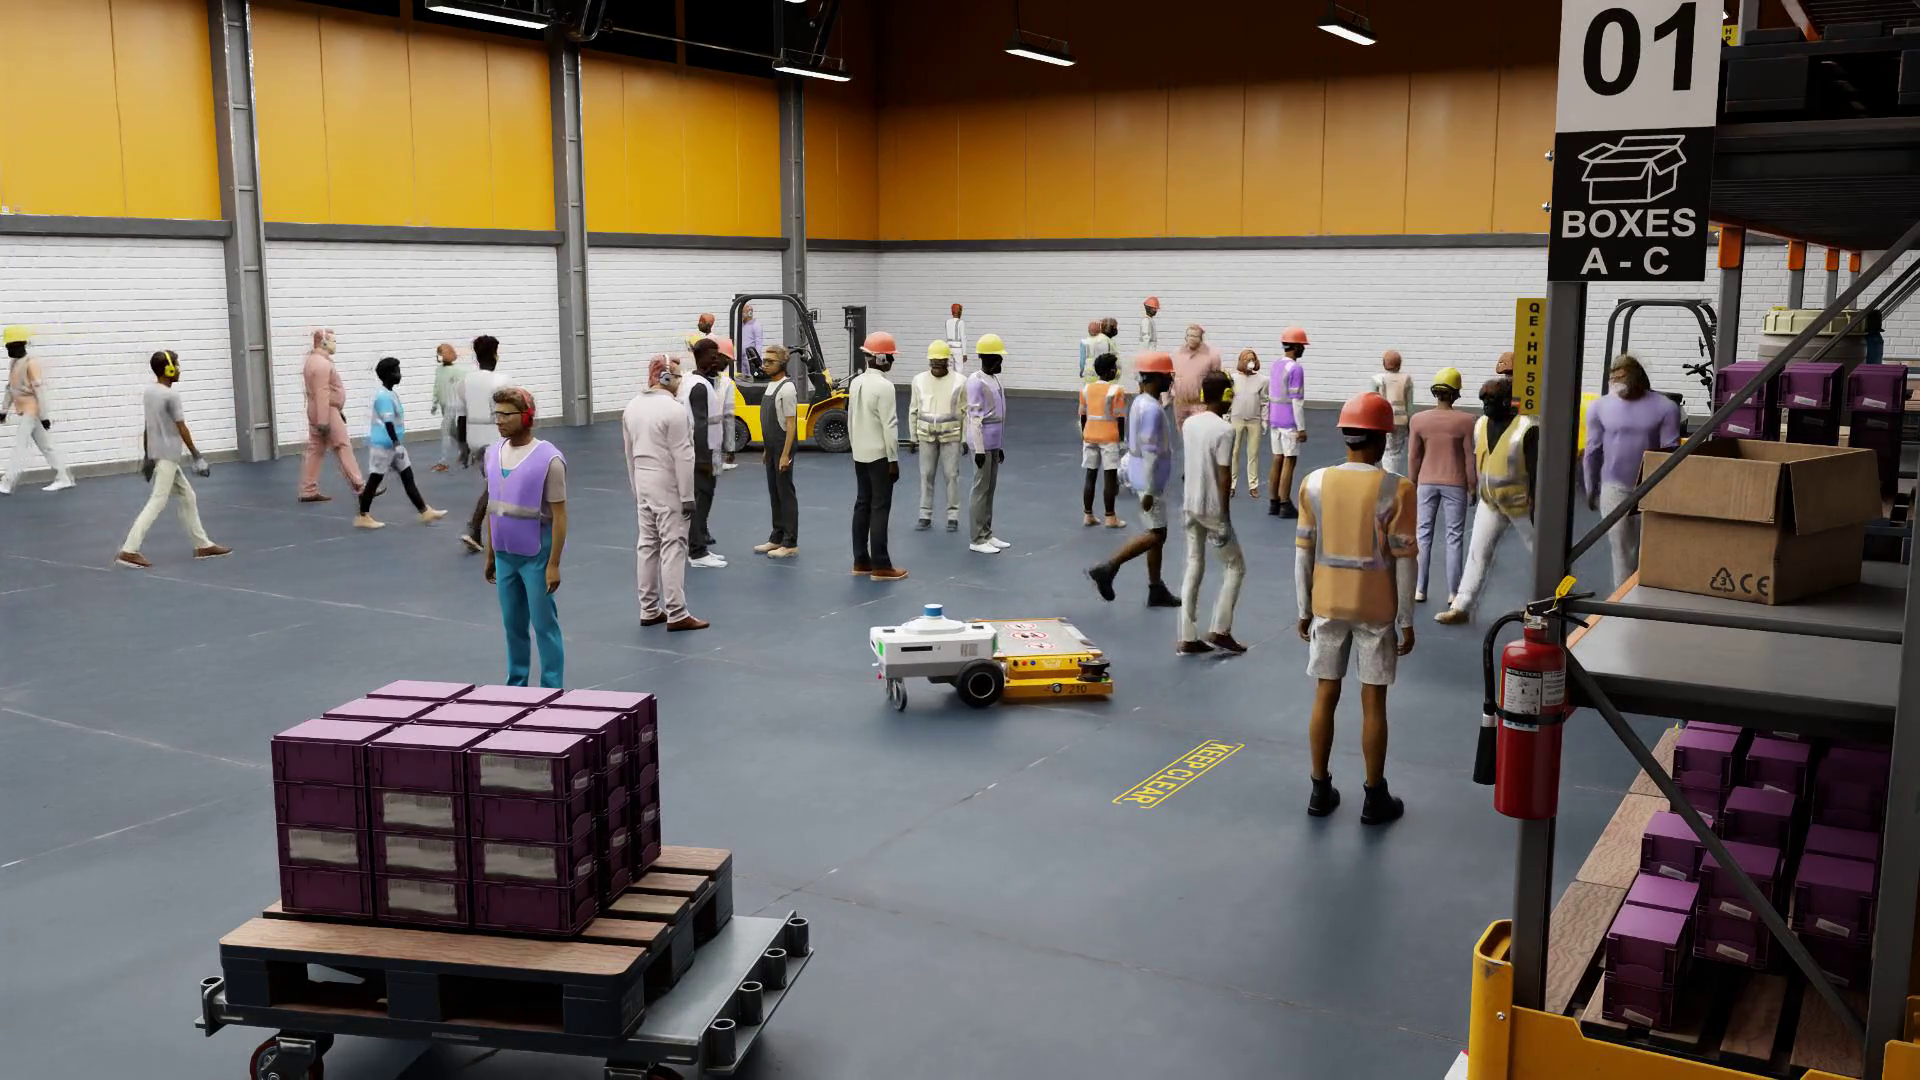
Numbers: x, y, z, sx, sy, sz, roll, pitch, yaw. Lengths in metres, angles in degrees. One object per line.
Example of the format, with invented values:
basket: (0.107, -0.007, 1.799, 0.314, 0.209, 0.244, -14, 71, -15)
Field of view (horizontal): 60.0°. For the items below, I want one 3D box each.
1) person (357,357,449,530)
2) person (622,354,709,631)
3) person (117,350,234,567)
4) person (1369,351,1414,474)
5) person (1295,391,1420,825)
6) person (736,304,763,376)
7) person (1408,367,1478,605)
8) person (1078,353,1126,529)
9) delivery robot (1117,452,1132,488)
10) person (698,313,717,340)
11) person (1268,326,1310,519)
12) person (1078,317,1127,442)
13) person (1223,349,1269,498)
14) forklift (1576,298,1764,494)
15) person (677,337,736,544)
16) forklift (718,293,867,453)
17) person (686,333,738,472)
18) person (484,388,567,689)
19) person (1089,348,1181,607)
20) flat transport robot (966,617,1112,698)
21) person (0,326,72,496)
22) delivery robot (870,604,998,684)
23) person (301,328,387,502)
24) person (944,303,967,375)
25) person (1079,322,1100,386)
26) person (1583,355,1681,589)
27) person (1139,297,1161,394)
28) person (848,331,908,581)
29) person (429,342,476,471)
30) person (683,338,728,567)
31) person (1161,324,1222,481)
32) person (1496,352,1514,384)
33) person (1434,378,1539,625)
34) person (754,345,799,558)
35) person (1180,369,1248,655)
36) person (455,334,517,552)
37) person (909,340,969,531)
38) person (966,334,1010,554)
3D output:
person: (-5.410, -0.921, 15.953, 0.859, 1.647, 0.553, -2, 9, -10)
person: (-2.024, -0.324, 11.487, 0.636, 1.901, 0.405, 9, 12, 43)
person: (-6.705, -0.690, 14.042, 0.527, 1.823, 0.992, 9, 13, 44)
person: (4.740, -1.258, 18.251, 0.531, 1.604, 0.594, -2, 9, -10)
person: (1.787, 0.300, 7.477, 0.551, 1.933, 0.376, 6, 11, 31)
person: (-3.789, -3.232, 29.614, 0.407, 1.908, 0.642, -9, 13, -44)
person: (3.589, -0.398, 12.358, 0.523, 1.769, 0.317, 6, 11, 31)
person: (1.385, -0.959, 16.068, 0.538, 1.698, 0.320, 8, 12, 42)
delivery robot: (1.973, -0.835, 18.561, 0.477, 0.478, 0.707, 2, 9, 14)
person: (-3.647, -2.331, 24.054, 0.352, 1.884, 0.579, -3, 10, -19)
person: (3.322, -1.182, 16.746, 0.386, 1.934, 0.548, -2, 9, -13)
person: (2.094, -2.316, 24.128, 0.626, 1.826, 0.641, 2, 9, 14)
person: (3.130, -1.274, 18.228, 0.502, 1.636, 0.277, 1, 9, 4)
forklift: (7.954, -1.589, 18.462, 2.313, 2.155, 1.214, 5, 11, 30)
person: (-2.296, -0.888, 15.088, 0.628, 1.887, 0.399, -8, 12, -40)
forklift: (-2.458, -2.344, 23.176, 2.313, 2.155, 1.214, 0, 9, -2)
person: (-3.096, -1.640, 20.203, 0.854, 1.724, 0.536, 0, 9, -2)
person: (-2.357, 0.094, 9.049, 0.565, 1.842, 0.390, 6, 11, 31)
person: (1.323, -0.439, 12.146, 0.671, 1.920, 0.548, 0, 9, -2)
flat transport robot: (0.449, 0.694, 10.193, 0.652, 0.197, 1.431, -1, 9, -8)
person: (-10.456, -1.439, 18.533, 0.999, 1.873, 0.610, -9, 13, -44)
delivery robot: (-0.154, 0.612, 9.535, 0.707, 0.478, 0.477, -2, 9, -10)
person: (-6.727, -1.340, 17.938, 0.856, 1.867, 0.649, -6, 11, -33)
person: (-0.065, -3.595, 31.950, 0.355, 1.885, 0.575, -8, 12, -41)
person: (2.270, -2.862, 28.127, 0.512, 1.642, 0.312, -1, 9, -9)
person: (4.685, -0.339, 11.622, 0.625, 1.880, 0.892, 2, 9, 15)
person: (3.452, -3.397, 30.249, 0.398, 2.030, 0.615, 2, 9, 9)
person: (-0.662, -0.676, 13.381, 0.397, 1.992, 0.623, -6, 11, -33)
person: (-6.355, -1.685, 20.887, 0.495, 1.606, 0.777, 8, 12, 43)
person: (-2.177, -0.734, 13.988, 0.397, 1.917, 0.590, -1, 9, -9)
person: (2.666, -1.571, 19.387, 0.653, 1.861, 0.946, 5, 10, 27)
person: (5.788, -1.176, 17.627, 0.500, 1.633, 0.279, -4, 10, -25)
person: (3.900, -0.269, 11.675, 1.128, 1.750, 0.640, -5, 10, -28)
person: (-1.581, -0.766, 14.415, 0.345, 1.846, 0.508, -5, 10, -28)
person: (1.631, -0.166, 10.707, 0.554, 1.834, 0.512, -7, 11, -37)
person: (-4.224, -0.875, 14.849, 0.605, 1.928, 0.977, 4, 10, 23)
person: (-0.200, -0.990, 15.855, 0.600, 1.827, 0.404, 2, 9, 12)
person: (0.253, -0.853, 14.700, 0.370, 1.927, 0.588, 3, 10, 18)
